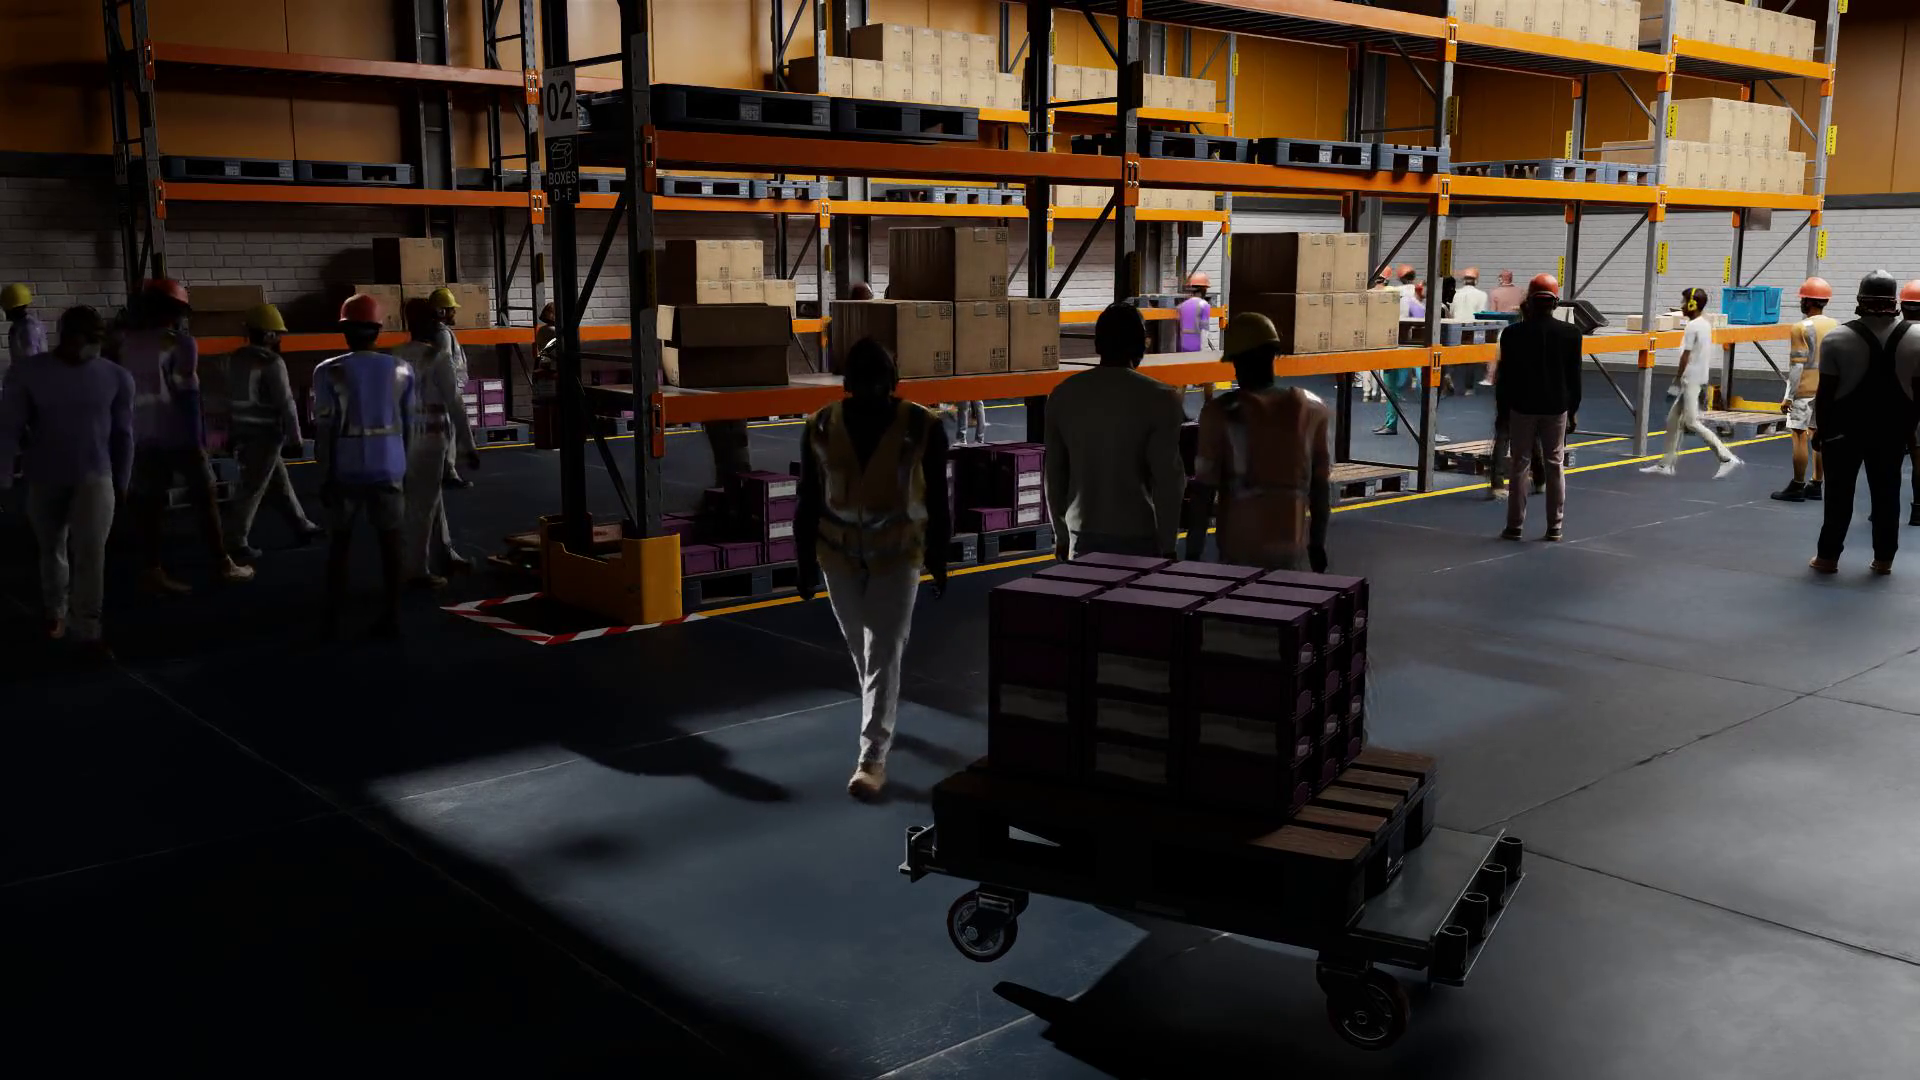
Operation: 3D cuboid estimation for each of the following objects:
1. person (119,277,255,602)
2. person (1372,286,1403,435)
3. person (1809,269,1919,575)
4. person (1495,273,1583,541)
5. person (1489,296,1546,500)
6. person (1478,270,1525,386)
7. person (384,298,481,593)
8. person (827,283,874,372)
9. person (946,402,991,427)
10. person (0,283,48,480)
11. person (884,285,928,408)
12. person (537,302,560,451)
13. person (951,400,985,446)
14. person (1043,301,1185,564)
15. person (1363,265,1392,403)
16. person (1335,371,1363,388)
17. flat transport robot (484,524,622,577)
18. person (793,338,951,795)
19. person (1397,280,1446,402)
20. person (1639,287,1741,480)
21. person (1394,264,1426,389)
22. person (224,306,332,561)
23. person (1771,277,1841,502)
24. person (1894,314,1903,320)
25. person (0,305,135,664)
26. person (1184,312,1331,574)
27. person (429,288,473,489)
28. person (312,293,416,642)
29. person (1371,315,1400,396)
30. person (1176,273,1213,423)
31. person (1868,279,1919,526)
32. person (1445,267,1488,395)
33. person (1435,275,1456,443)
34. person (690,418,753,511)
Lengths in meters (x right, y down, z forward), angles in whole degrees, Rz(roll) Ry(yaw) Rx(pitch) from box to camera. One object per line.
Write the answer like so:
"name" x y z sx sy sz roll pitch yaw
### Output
"person" -4.874 -0.639 10.439 0.695 1.982 0.894 4 10 22
"person" 5.115 -2.136 19.851 0.309 1.769 0.523 2 10 11
"person" 6.056 -0.788 11.151 0.689 2.000 0.539 2 10 10
"person" 4.309 -0.981 12.414 0.611 1.996 0.378 2 10 9
"person" 4.964 -1.254 14.614 0.955 1.794 0.527 -9 13 -43
"person" 8.891 -3.456 27.239 0.674 1.893 0.406 -2 10 -11
"person" -3.323 -0.612 10.678 0.594 1.854 0.794 6 11 32
"person" -0.914 -1.494 15.799 0.673 1.855 0.960 2 10 14
"person" 0.179 -2.215 20.587 0.575 1.674 0.541 -3 10 -15
"person" -8.713 -1.468 15.588 0.482 1.877 0.648 -8 13 -40
"person" -0.545 -1.241 14.120 0.627 1.934 0.370 -8 12 -38
"person" -4.456 -1.783 18.203 0.287 1.625 0.497 -9 13 -42
"person" 0.087 -1.879 18.040 0.507 1.872 0.329 7 12 36
"person" 0.637 -0.010 6.896 0.629 1.940 0.376 7 12 35
"person" 6.105 -2.998 24.223 0.612 1.995 0.393 8 13 41
"person" 6.286 -3.371 26.665 0.651 1.907 0.409 -8 12 -38
"flat transport robot" -2.471 0.042 11.468 1.431 0.197 0.652 -9 13 -41
"person" -0.367 0.064 6.881 0.637 1.798 0.972 2 10 11
"person" 6.632 -2.855 24.038 0.973 1.777 0.554 9 13 41
"person" 7.041 -1.494 15.907 0.882 1.839 0.532 7 12 34
"person" 7.069 -3.363 26.339 0.610 2.015 0.871 3 10 15
"person" -4.904 -0.768 11.824 0.604 1.770 0.946 7 12 36
"person" 7.342 -1.295 14.414 0.545 1.942 0.354 -5 11 -25
"person" 11.820 -2.379 21.383 0.456 1.736 0.566 -6 12 -32
"person" -4.792 -0.322 8.942 0.718 1.874 1.020 -5 11 -29
"person" 1.269 -0.002 6.985 0.624 1.894 0.565 -3 10 -19
"person" -4.719 -1.384 15.253 0.404 1.830 0.603 -6 11 -32
"person" -3.284 -0.393 9.200 0.554 1.923 0.466 -6 11 -31
"person" 6.456 -2.996 25.270 0.497 1.633 0.285 8 12 38
"person" 3.060 -2.428 21.155 0.893 1.897 0.562 -7 12 -36
"person" 7.481 -1.080 13.159 0.542 1.939 0.362 5 11 25
"person" 7.686 -3.172 25.328 0.633 1.972 0.681 7 12 37
"person" 5.459 -2.078 19.067 0.371 1.915 0.595 2 10 12
"person" -1.787 -0.848 12.396 0.503 1.726 0.504 -8 12 -39
